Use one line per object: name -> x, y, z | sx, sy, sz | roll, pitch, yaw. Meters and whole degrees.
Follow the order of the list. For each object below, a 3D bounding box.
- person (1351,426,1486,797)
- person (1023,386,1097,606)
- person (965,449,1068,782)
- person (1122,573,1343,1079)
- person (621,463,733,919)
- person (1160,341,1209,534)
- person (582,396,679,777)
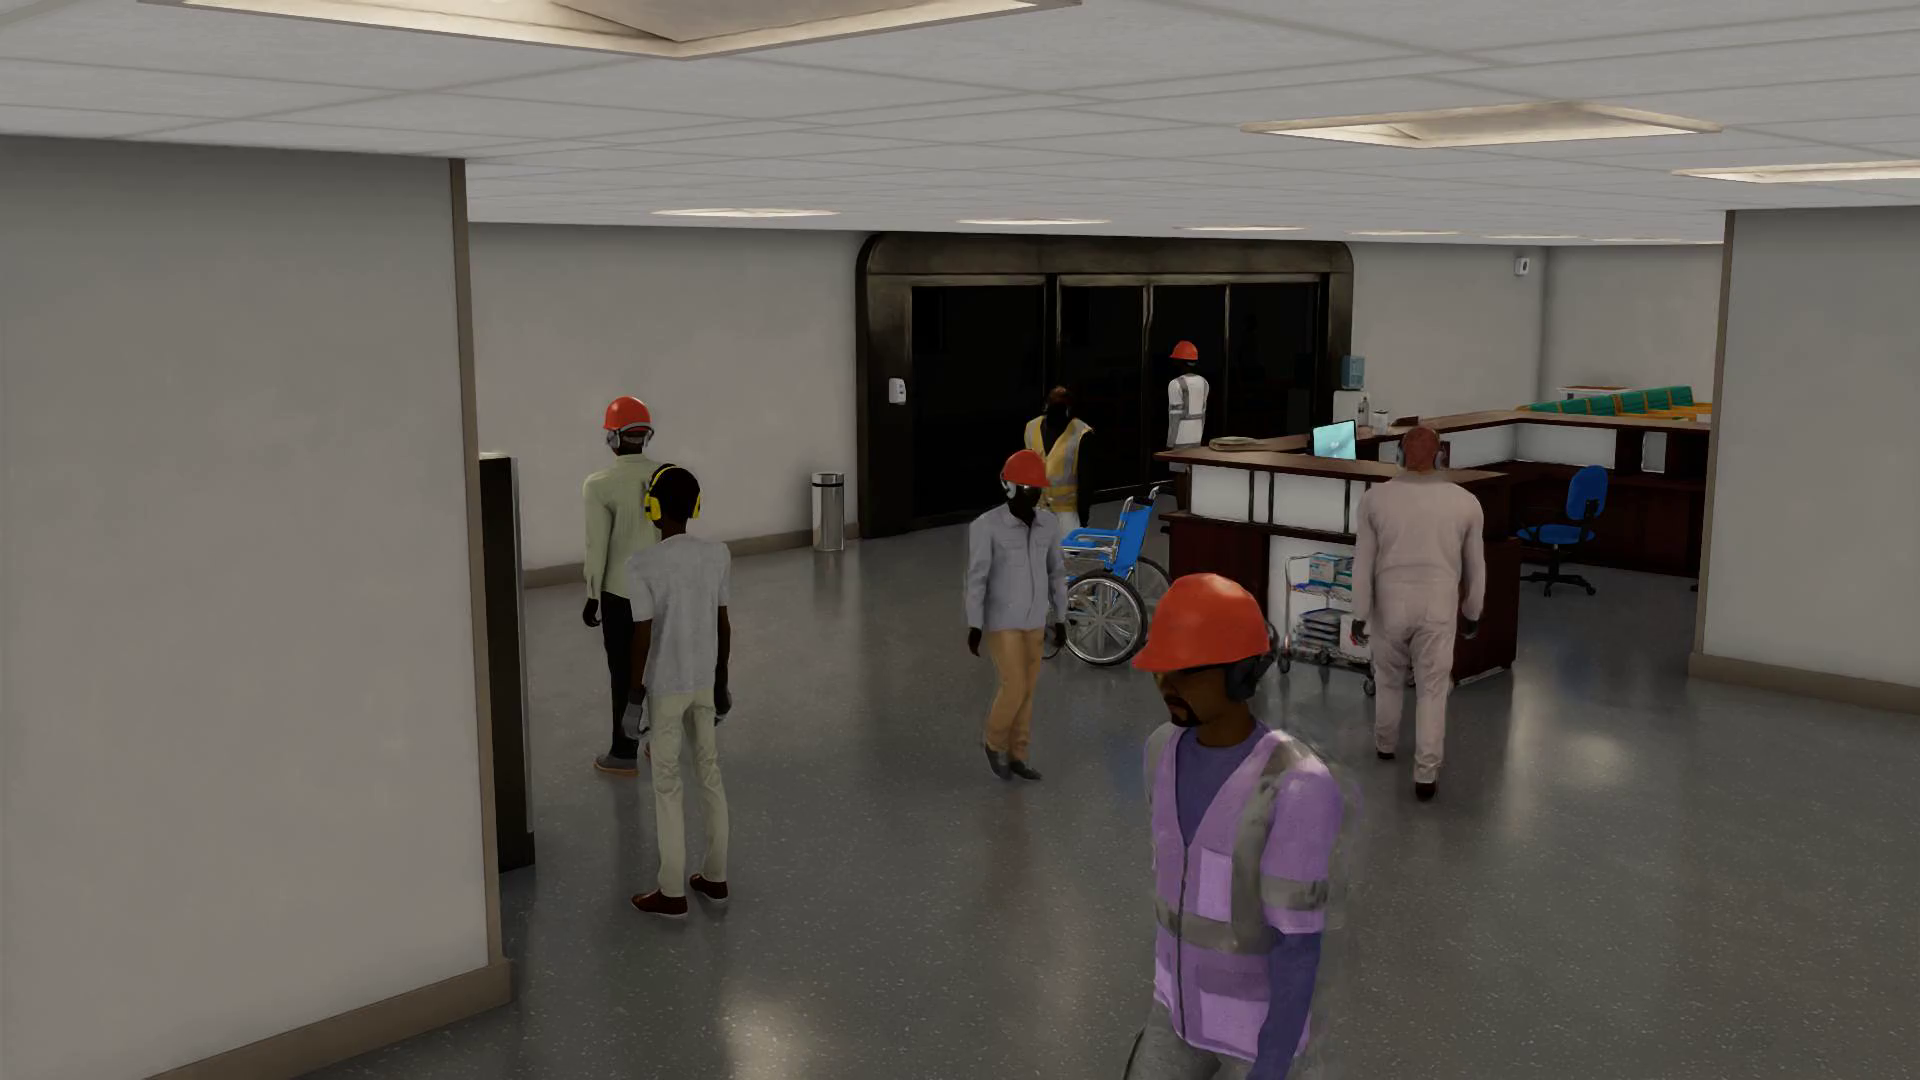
person -> 2.368, 0.339, 8.615 | 0.673, 1.851, 1.014 | 2, 9, 12
person -> 0.756, -0.308, 12.805 | 0.667, 1.795, 0.908 | 5, 10, 28
person -> 0.316, 0.399, 8.562 | 0.592, 1.736, 0.373 | -7, 12, -37
person -> 0.657, 1.051, 3.830 | 1.046, 2.000, 0.624 | -6, 11, -34
person -> -1.165, 0.620, 6.845 | 0.326, 1.866, 0.520 | 9, 13, 44
person -> 2.243, -1.022, 16.679 | 0.351, 1.942, 0.547 | 9, 13, 44
person -> -1.717, 0.242, 8.763 | 0.381, 1.994, 0.614 | 9, 13, 44
